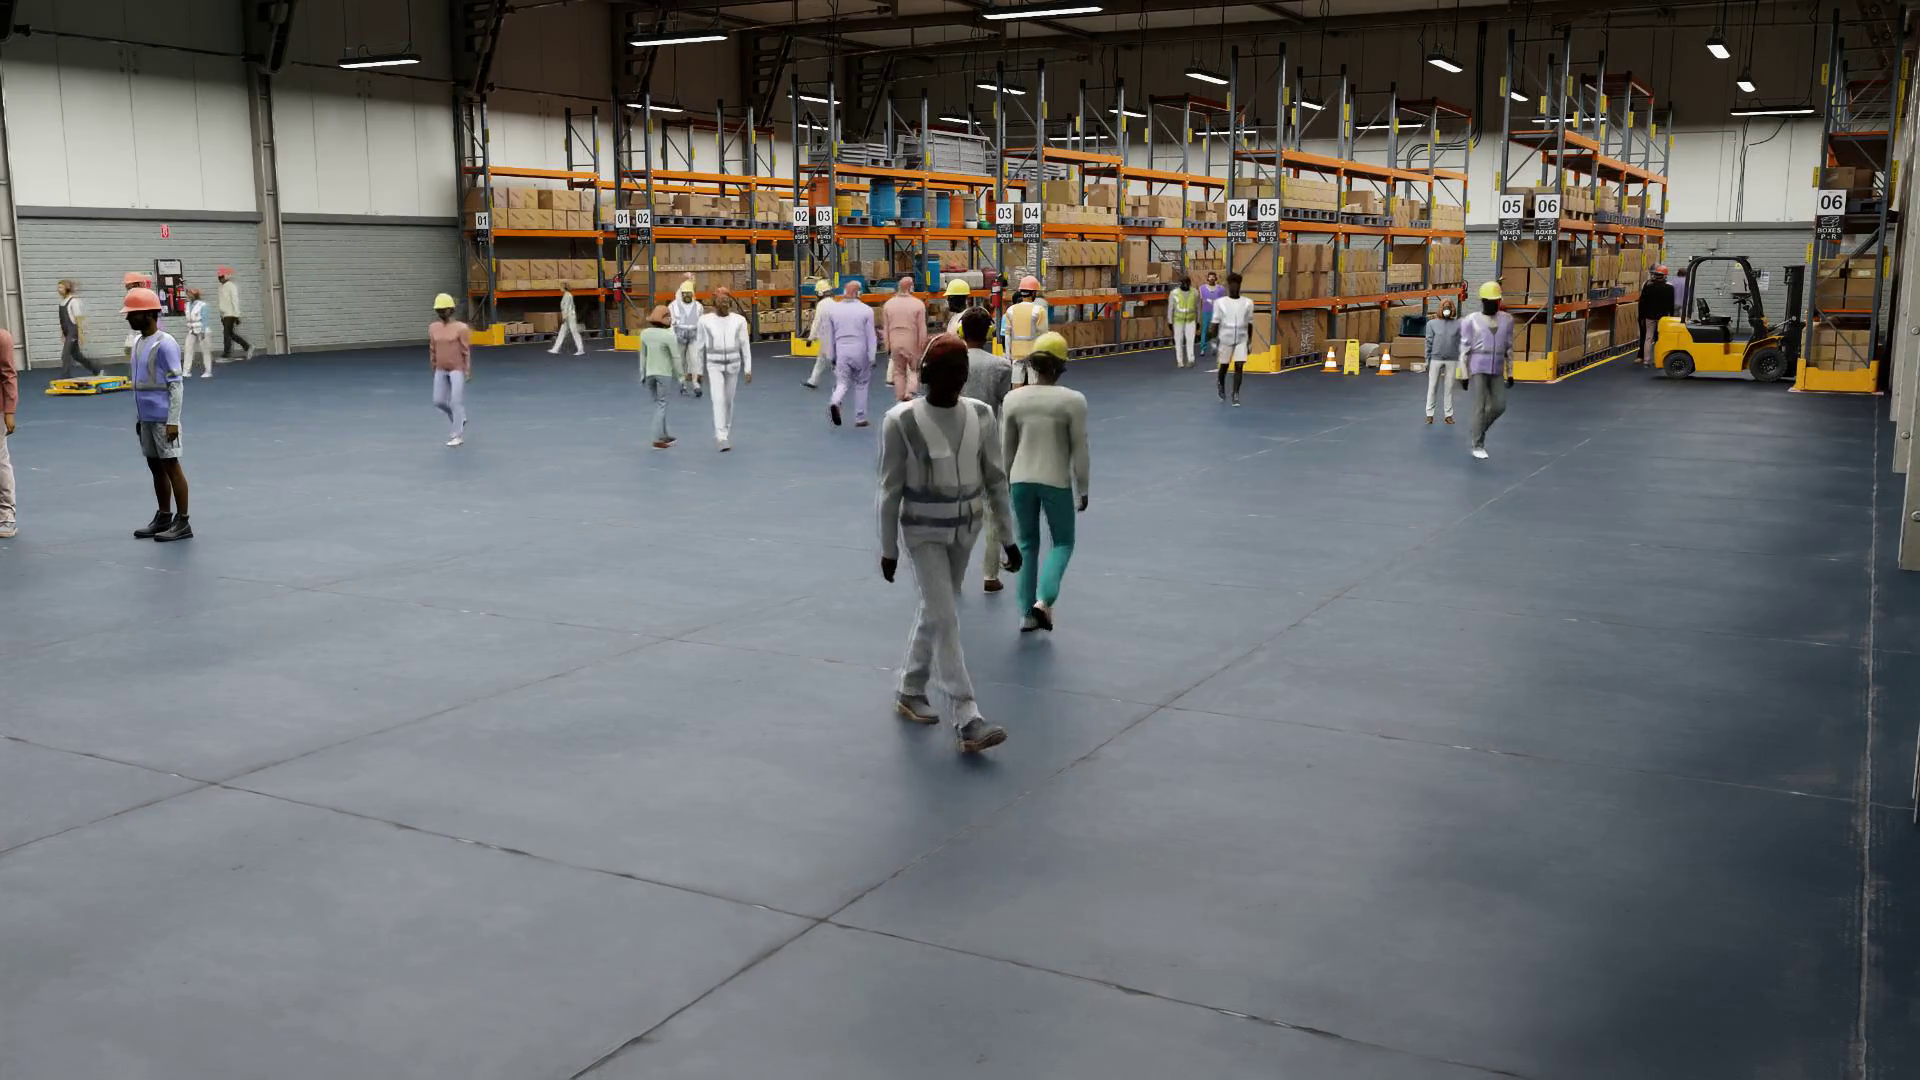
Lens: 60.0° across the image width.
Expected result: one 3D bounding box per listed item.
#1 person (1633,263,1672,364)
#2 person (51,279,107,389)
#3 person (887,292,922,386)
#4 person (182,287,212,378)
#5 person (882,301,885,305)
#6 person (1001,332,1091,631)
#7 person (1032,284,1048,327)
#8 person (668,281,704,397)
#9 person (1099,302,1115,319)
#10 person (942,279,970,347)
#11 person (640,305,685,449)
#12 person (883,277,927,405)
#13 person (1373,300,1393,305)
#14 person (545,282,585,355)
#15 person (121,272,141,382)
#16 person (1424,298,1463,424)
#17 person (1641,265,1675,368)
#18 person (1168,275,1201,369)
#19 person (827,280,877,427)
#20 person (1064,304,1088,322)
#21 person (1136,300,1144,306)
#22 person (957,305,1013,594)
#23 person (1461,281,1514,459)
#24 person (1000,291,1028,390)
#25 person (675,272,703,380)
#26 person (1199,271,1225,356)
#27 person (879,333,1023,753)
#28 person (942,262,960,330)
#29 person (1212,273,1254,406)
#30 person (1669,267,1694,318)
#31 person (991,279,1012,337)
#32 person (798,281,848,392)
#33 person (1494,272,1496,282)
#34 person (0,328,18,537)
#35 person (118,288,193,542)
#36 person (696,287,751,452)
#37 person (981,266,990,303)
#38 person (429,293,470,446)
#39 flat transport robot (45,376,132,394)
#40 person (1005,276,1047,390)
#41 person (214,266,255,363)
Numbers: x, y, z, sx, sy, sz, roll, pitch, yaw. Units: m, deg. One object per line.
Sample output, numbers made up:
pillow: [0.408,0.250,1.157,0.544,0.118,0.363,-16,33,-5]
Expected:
person: [13.985,-4.569,33.588,0.538,2.000,0.684,-9,13,-43]
person: [-14.679,-3.429,27.609,0.514,1.816,0.890,8,13,39]
person: [-0.908,-3.376,27.859,0.733,1.600,0.527,-3,10,-19]
person: [-13.634,-3.667,29.537,0.545,1.606,0.745,4,10,22]
person: [-2.294,-7.557,51.519,0.675,1.890,0.543,8,12,38]
person: [0.476,-0.317,9.550,0.558,1.746,0.496,4,10,22]
person: [1.370,-3.769,29.838,0.484,1.734,0.655,-3,10,-17]
person: [-4.213,-3.099,25.722,0.590,1.781,0.929,-3,10,-19]
person: [4.011,-6.257,44.345,0.566,1.747,0.369,2,10,14]
person: [-0.004,-1.839,17.940,0.370,1.927,0.588,-3,10,-17]
person: [-3.349,-1.847,18.883,0.530,1.620,0.532,6,11,31]
person: [-0.750,-2.676,22.933,0.656,1.891,0.446,4,10,21]
person: [11.383,-6.423,44.921,0.661,1.882,0.763,7,12,35]
person: [-8.639,-4.826,36.382,0.849,1.592,0.527,-4,11,-24]
person: [-13.747,-3.486,27.661,0.550,1.905,0.804,7,12,35]
person: [6.283,-2.319,21.607,0.498,1.633,0.285,1,10,7]
person: [13.545,-4.321,32.281,0.623,1.989,0.400,8,13,39]
person: [4.367,-4.231,32.332,0.660,1.790,0.967,0,10,1]
person: [-1.384,-2.340,21.052,0.651,1.874,0.703,3,10,18]
person: [2.859,-5.812,41.265,0.635,1.916,0.830,4,10,21]
person: [4.890,-6.250,43.878,0.649,1.885,0.971,4,10,21]
person: [0.094,-0.575,10.744,0.501,1.860,0.312,0,10,0]
person: [5.684,-1.841,17.998,0.609,1.908,0.516,-2,10,-10]
person: [0.811,-2.576,22.925,0.531,1.697,0.322,-3,10,-16]
person: [-4.705,-3.750,29.241,0.650,1.881,0.666,-4,10,-22]
person: [5.483,-4.940,36.325,0.563,1.847,0.390,0,10,2]
person: [-0.049,-0.003,7.459,0.587,1.831,0.980,-7,12,-34]
person: [-0.212,-7.234,49.381,0.616,1.995,1.044,5,11,28]
person: [3.981,-2.938,24.350,0.607,1.941,0.769,0,10,0]
person: [17.916,-5.834,41.396,0.637,1.916,0.848,5,11,26]
person: [0.977,-4.913,36.701,0.557,1.649,0.847,4,10,21]
person: [-2.177,-3.244,26.603,0.919,1.781,0.598,2,10,14]
person: [13.241,-5.740,41.015,0.546,1.850,0.413,2,10,10]
person: [-7.605,-1.005,12.853,0.612,1.996,0.376,-1,10,-7]
person: [-6.164,-0.951,12.711,0.551,1.934,0.373,7,12,37]
person: [-2.669,-1.936,18.832,0.590,1.826,1.005,-3,10,-19]
person: [0.890,-7.514,51.391,0.550,1.850,0.440,4,11,24]
person: [-5.856,-1.963,19.190,0.525,1.755,0.468,2,10,14]
flat transport robot: [-13.858,-2.482,26.548,0.652,0.197,1.431,1,10,6]
person: [0.823,-2.229,20.190,0.550,1.935,0.375,5,11,28]
person: [-14.986,-4.645,34.245,0.634,1.973,0.839,9,13,41]
